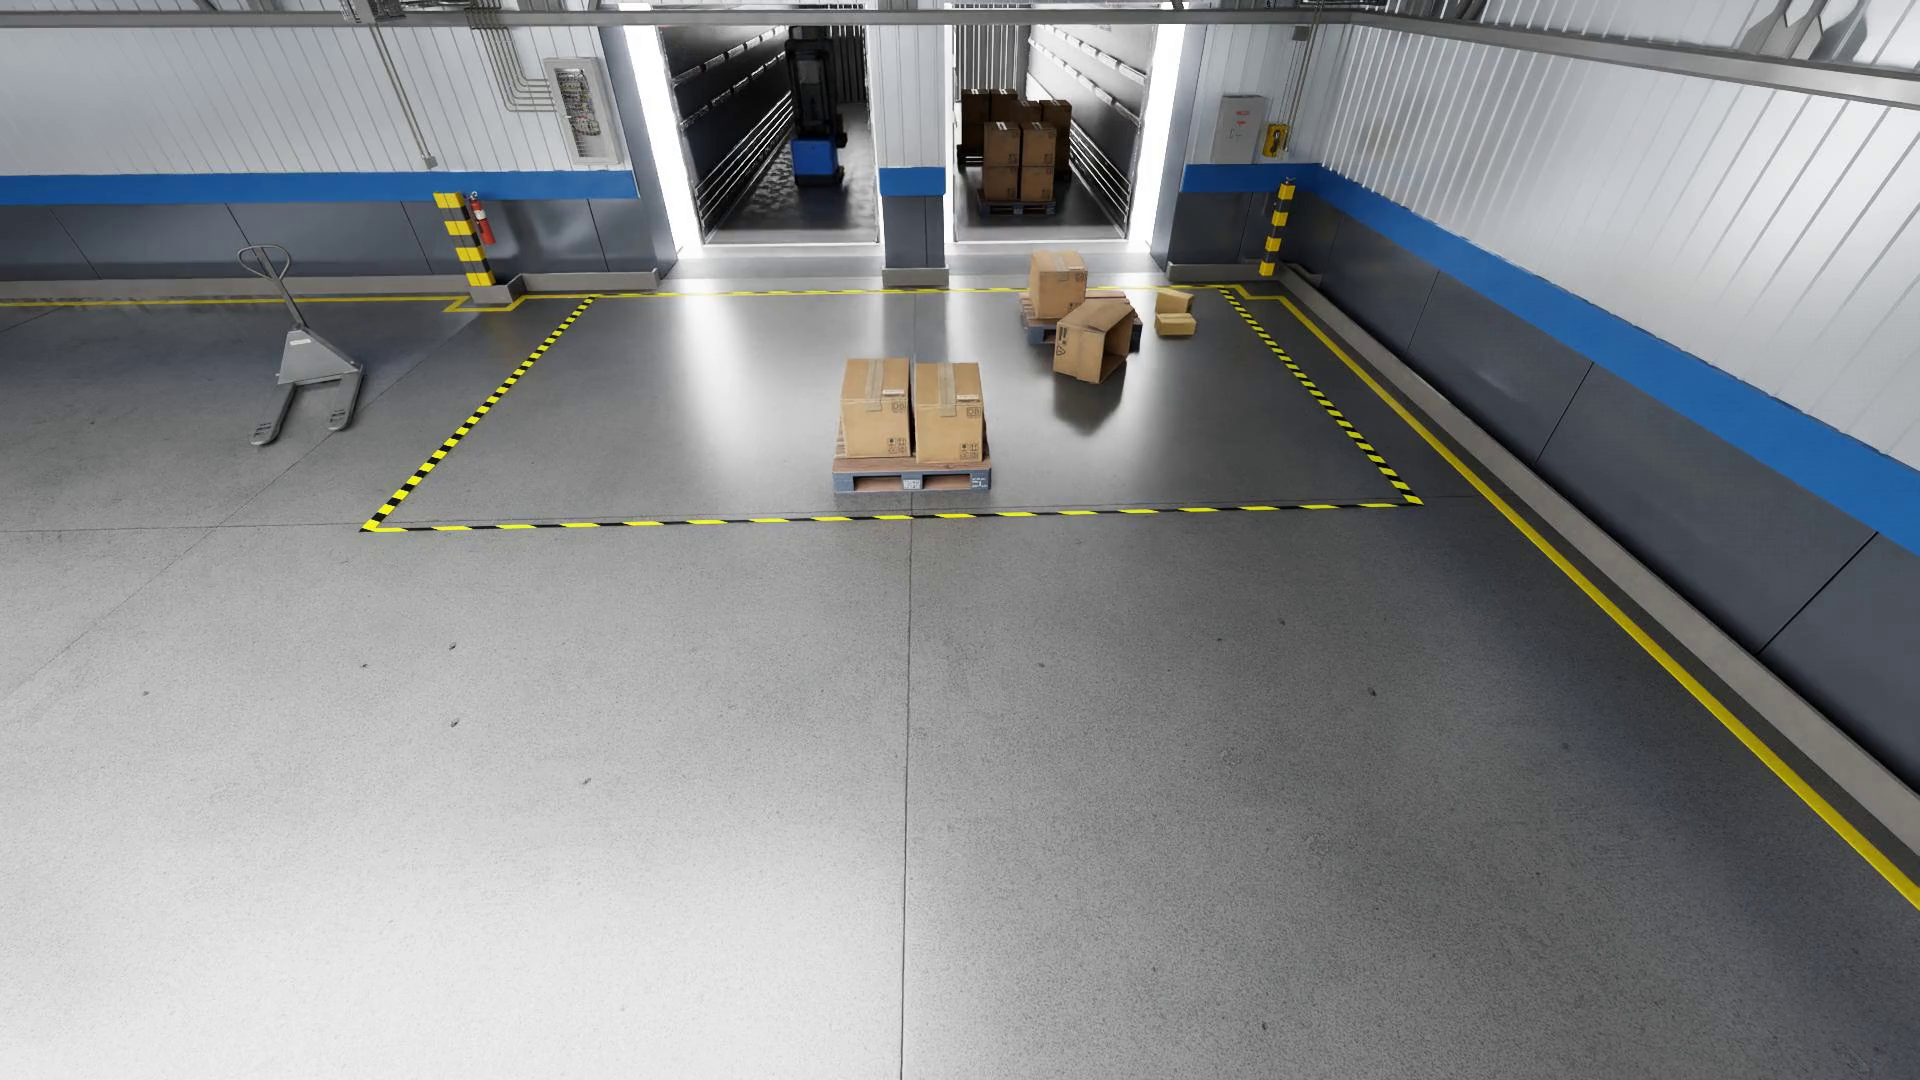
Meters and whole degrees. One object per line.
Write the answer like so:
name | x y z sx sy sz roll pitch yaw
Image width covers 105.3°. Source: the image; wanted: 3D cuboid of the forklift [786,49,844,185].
forklift | -2.583 -7.318 12.759 0.716 2.013 0.776 -1 38 -1

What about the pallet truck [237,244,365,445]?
pallet truck | -5.915 -1.733 6.366 0.680 1.201 1.601 -18 42 -21
